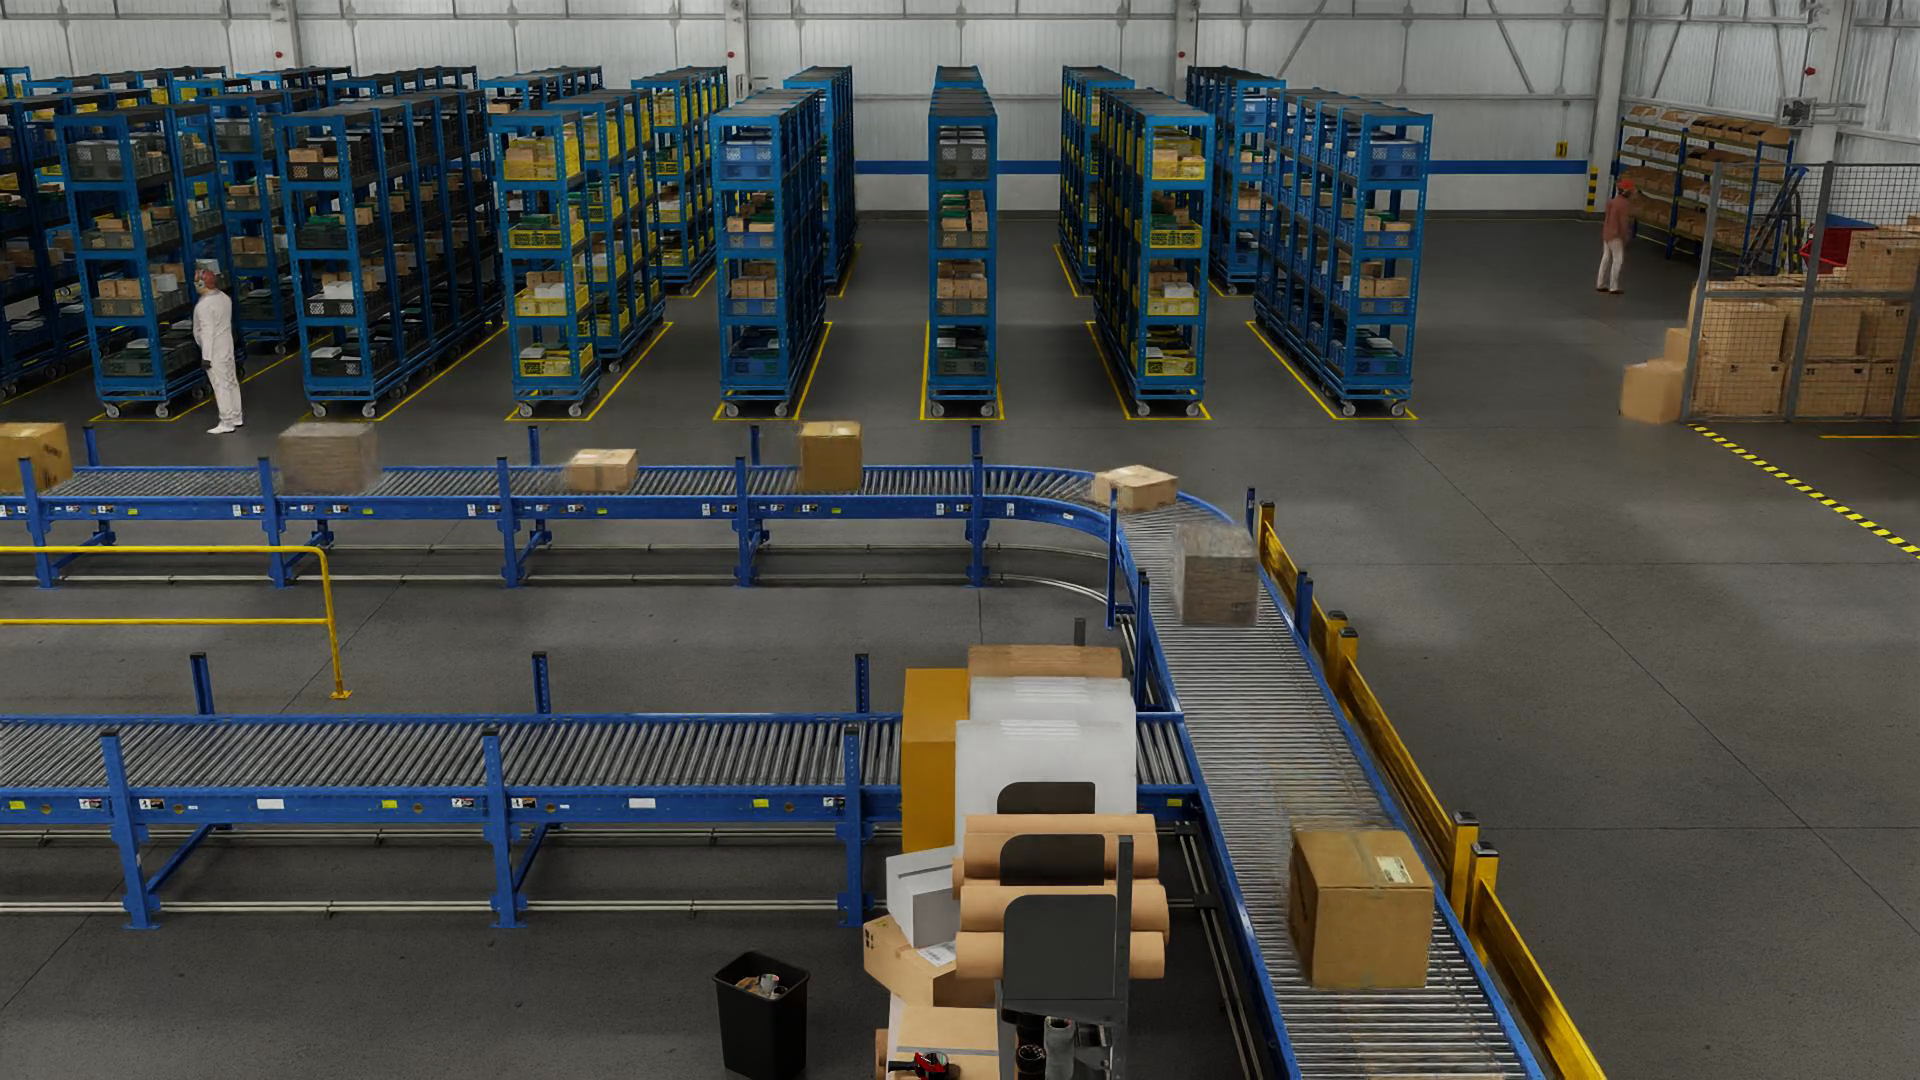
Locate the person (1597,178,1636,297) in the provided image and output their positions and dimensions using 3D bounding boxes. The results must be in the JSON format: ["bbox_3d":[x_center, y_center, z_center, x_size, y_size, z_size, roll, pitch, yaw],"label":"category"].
[{"bbox_3d":[11.181,-5.141,28.284,0.457,1.983,0.704,0,18,1],"label":"person"}]

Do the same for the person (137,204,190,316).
[{"bbox_3d":[-12.714,-4.416,26.336,0.958,1.805,0.582,-6,19,-17],"label":"person"}]

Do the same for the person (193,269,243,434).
[{"bbox_3d":[-8.653,-2.193,19.307,0.406,1.911,0.636,0,18,0],"label":"person"}]
